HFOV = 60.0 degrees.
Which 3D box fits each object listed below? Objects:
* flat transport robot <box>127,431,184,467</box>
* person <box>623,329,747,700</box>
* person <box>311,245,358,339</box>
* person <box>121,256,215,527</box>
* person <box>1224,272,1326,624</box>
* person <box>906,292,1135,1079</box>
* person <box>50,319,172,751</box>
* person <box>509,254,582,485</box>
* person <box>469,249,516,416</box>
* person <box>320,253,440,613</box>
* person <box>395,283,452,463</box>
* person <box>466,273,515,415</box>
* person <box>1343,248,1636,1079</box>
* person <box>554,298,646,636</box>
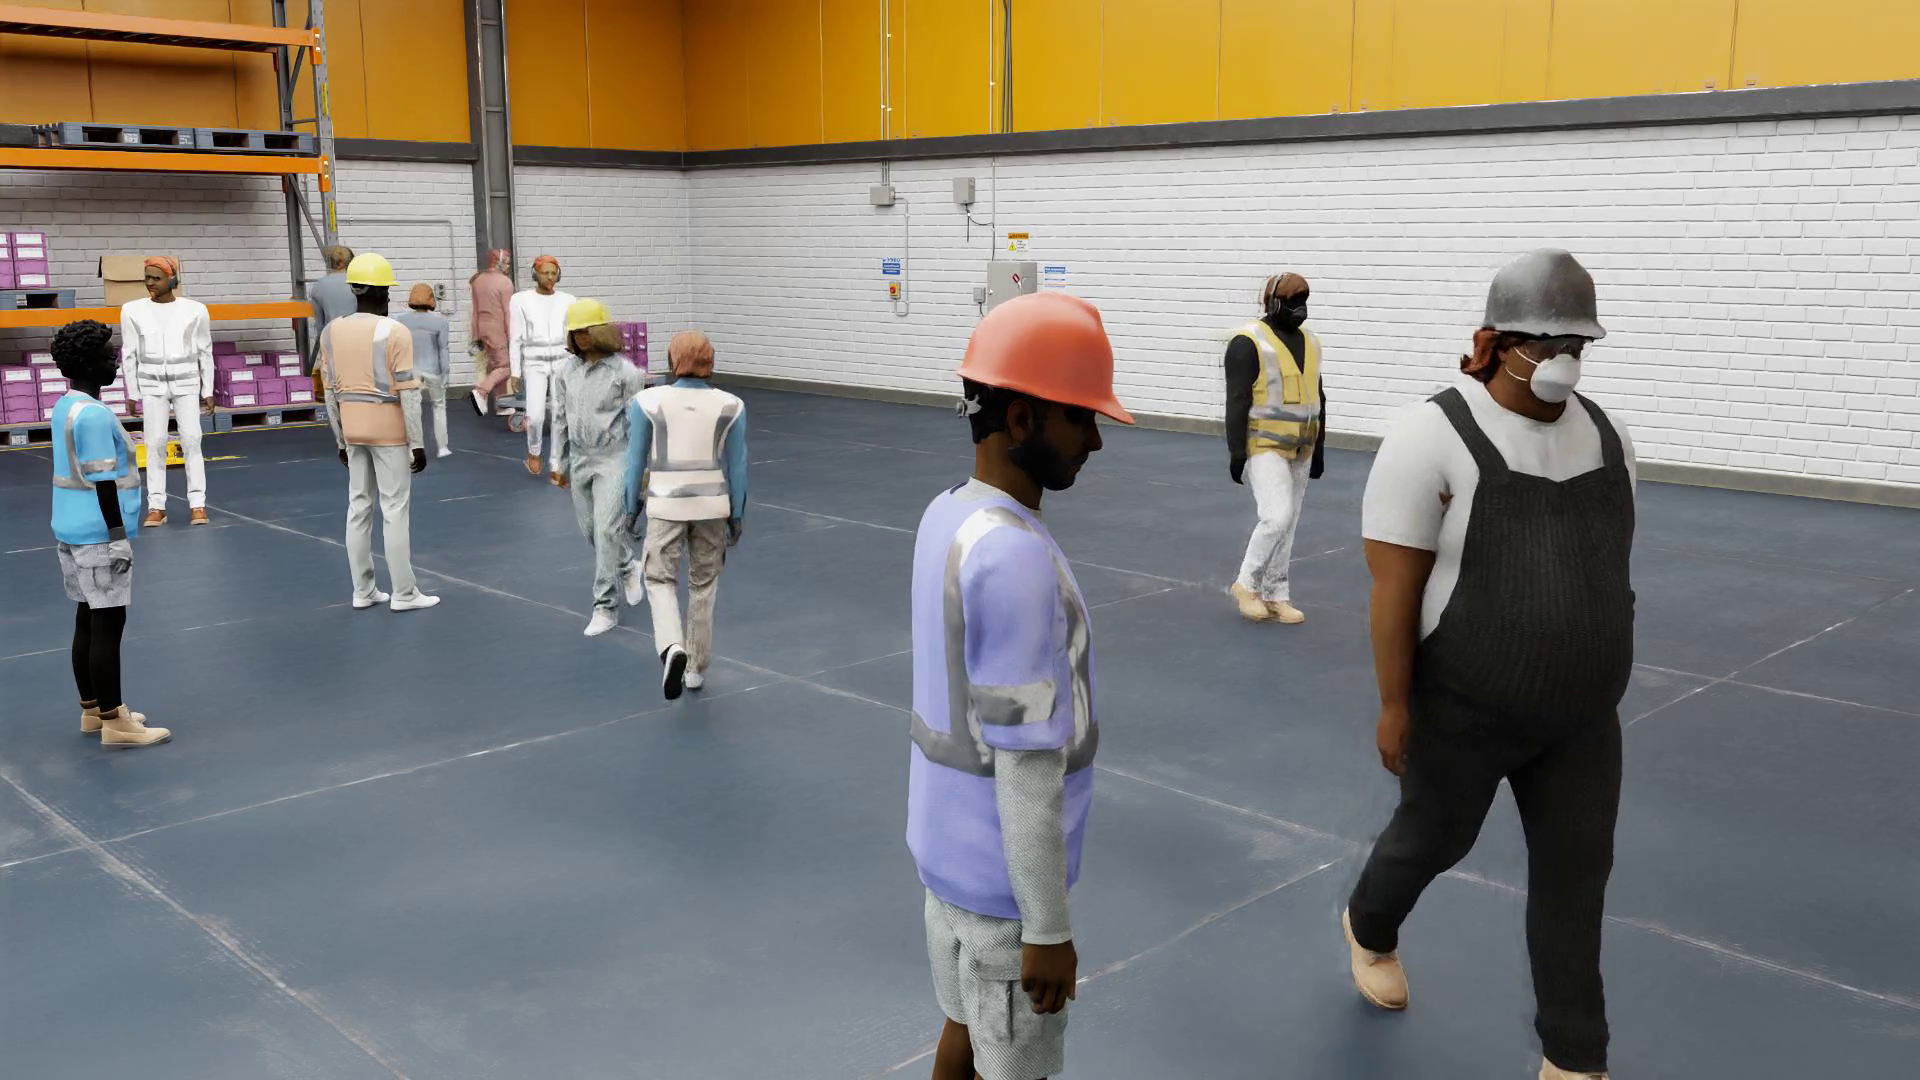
[{"bbox_3d":[-7.376,-0.816,14.822,0.652,0.197,1.431,-10,14,-44],"label":"flat transport robot"},{"bbox_3d":[-1.169,-0.094,7.189,0.545,1.622,0.606,-3,11,-16],"label":"person"},{"bbox_3d":[-5.737,-1.812,15.737,0.642,1.916,0.804,1,10,7],"label":"person"},{"bbox_3d":[-5.507,-1.032,11.606,0.574,1.881,0.358,-3,11,-18],"label":"person"},{"bbox_3d":[1.659,-0.464,8.635,0.651,1.832,0.448,-8,13,-38],"label":"person"},{"bbox_3d":[0.101,0.548,2.867,0.374,1.928,0.542,-2,11,-13],"label":"person"},{"bbox_3d":[-3.402,-0.018,6.586,0.319,1.696,0.532,-9,14,-40],"label":"person"},{"bbox_3d":[-3.366,-1.381,13.535,0.606,1.871,0.486,-5,12,-27],"label":"person"},{"bbox_3d":[-5.151,-2.271,18.362,0.655,1.879,0.696,8,13,37],"label":"person"},{"bbox_3d":[-3.128,-0.566,8.939,0.587,1.927,0.362,4,11,20],"label":"person"},{"bbox_3d":[-4.844,-1.504,14.963,0.501,1.613,0.769,0,10,-2],"label":"person"},{"bbox_3d":[-5.275,-2.206,18.765,0.552,1.613,0.396,-7,13,-35],"label":"person"},{"bbox_3d":[1.277,0.285,3.989,0.688,2.000,0.947,-3,11,-14],"label":"person"},{"bbox_3d":[-1.853,-0.411,8.707,0.496,1.716,0.765,3,11,17],"label":"person"}]
